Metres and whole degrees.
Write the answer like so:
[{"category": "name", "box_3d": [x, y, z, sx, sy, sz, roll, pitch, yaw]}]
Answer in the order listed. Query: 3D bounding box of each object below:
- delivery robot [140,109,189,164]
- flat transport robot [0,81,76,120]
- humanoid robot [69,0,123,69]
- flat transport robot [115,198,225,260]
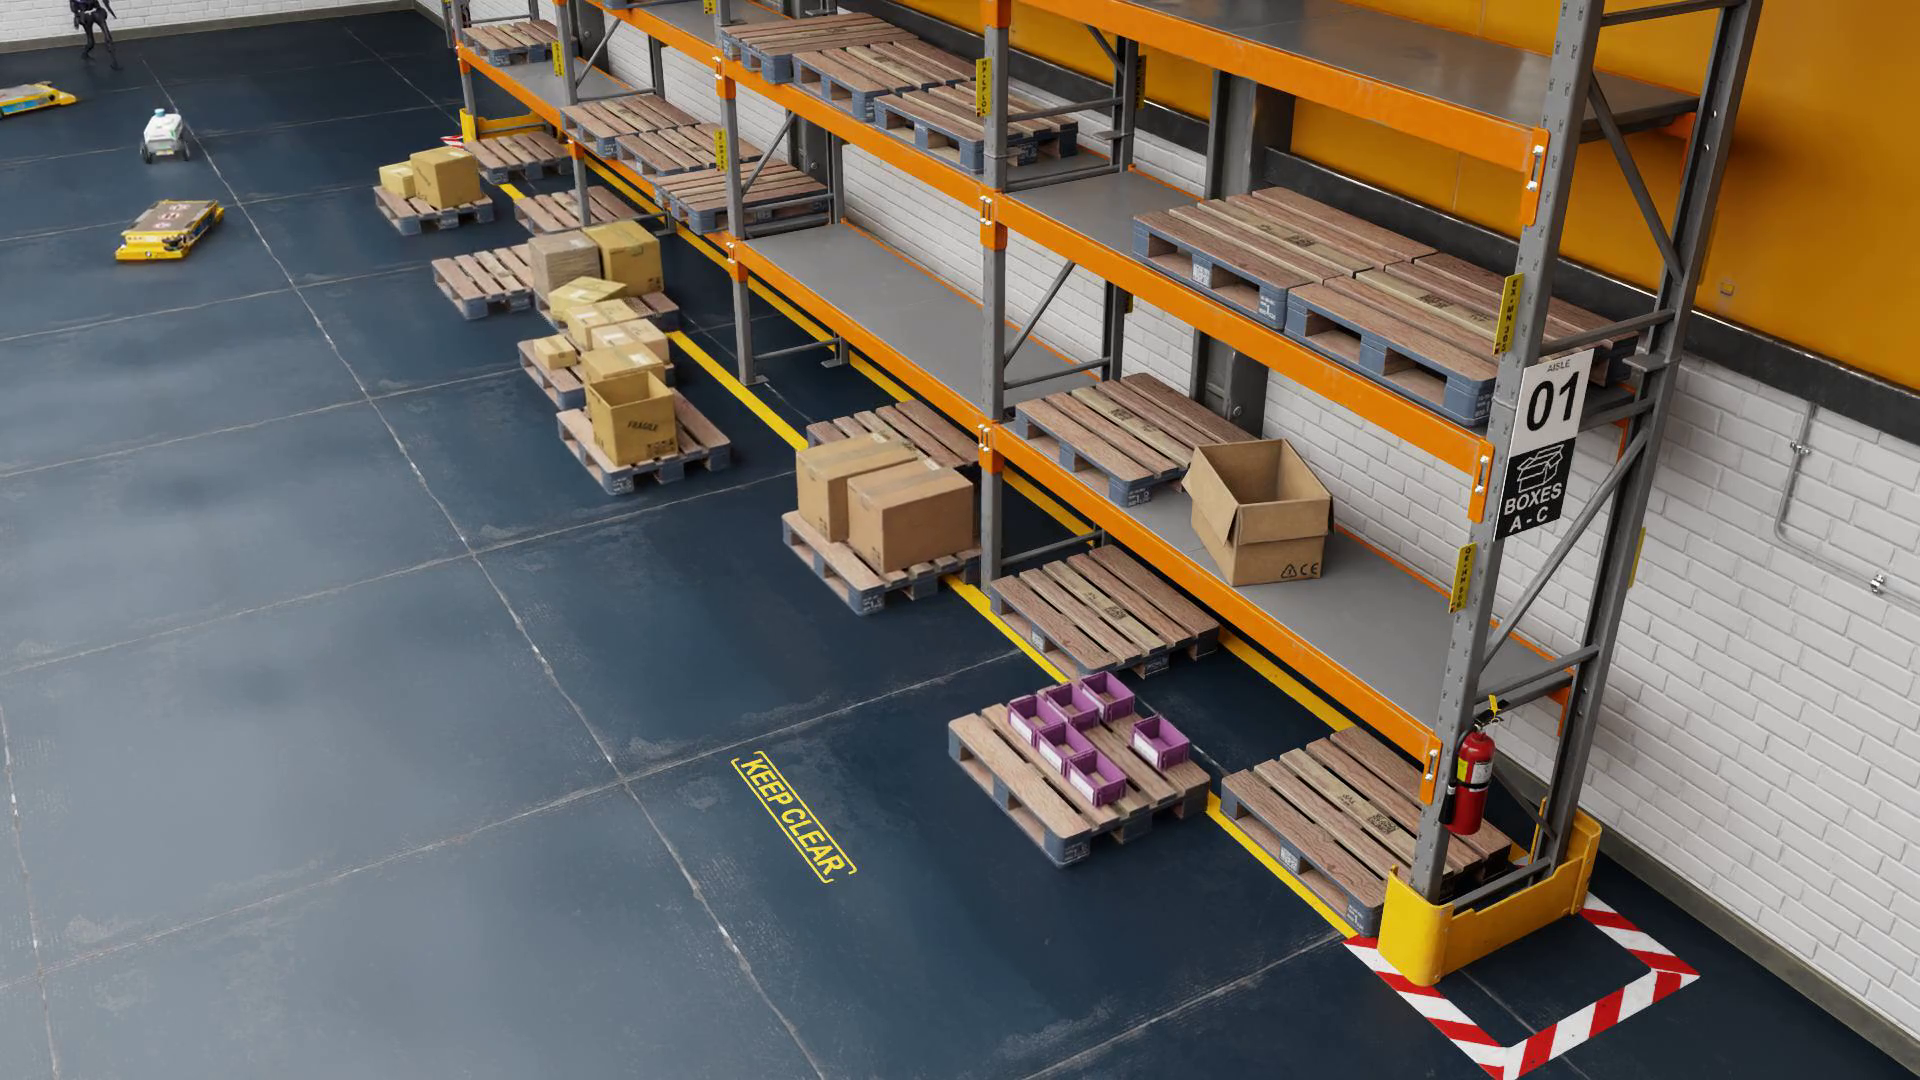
[{"category": "delivery robot", "box_3d": [-9.508, -4.845, 19.882, 0.499, 0.581, 0.774, -8, 30, -13]}, {"category": "flat transport robot", "box_3d": [-12.413, -5.702, 21.698, 0.659, 0.231, 1.431, 20, 35, 32]}, {"category": "humanoid robot", "box_3d": [-12.274, -7.478, 23.436, 0.659, 1.631, 0.615, 18, 34, 28]}, {"category": "flat transport robot", "box_3d": [-8.245, -3.257, 17.382, 0.659, 0.231, 1.431, -2, 30, -4]}]
